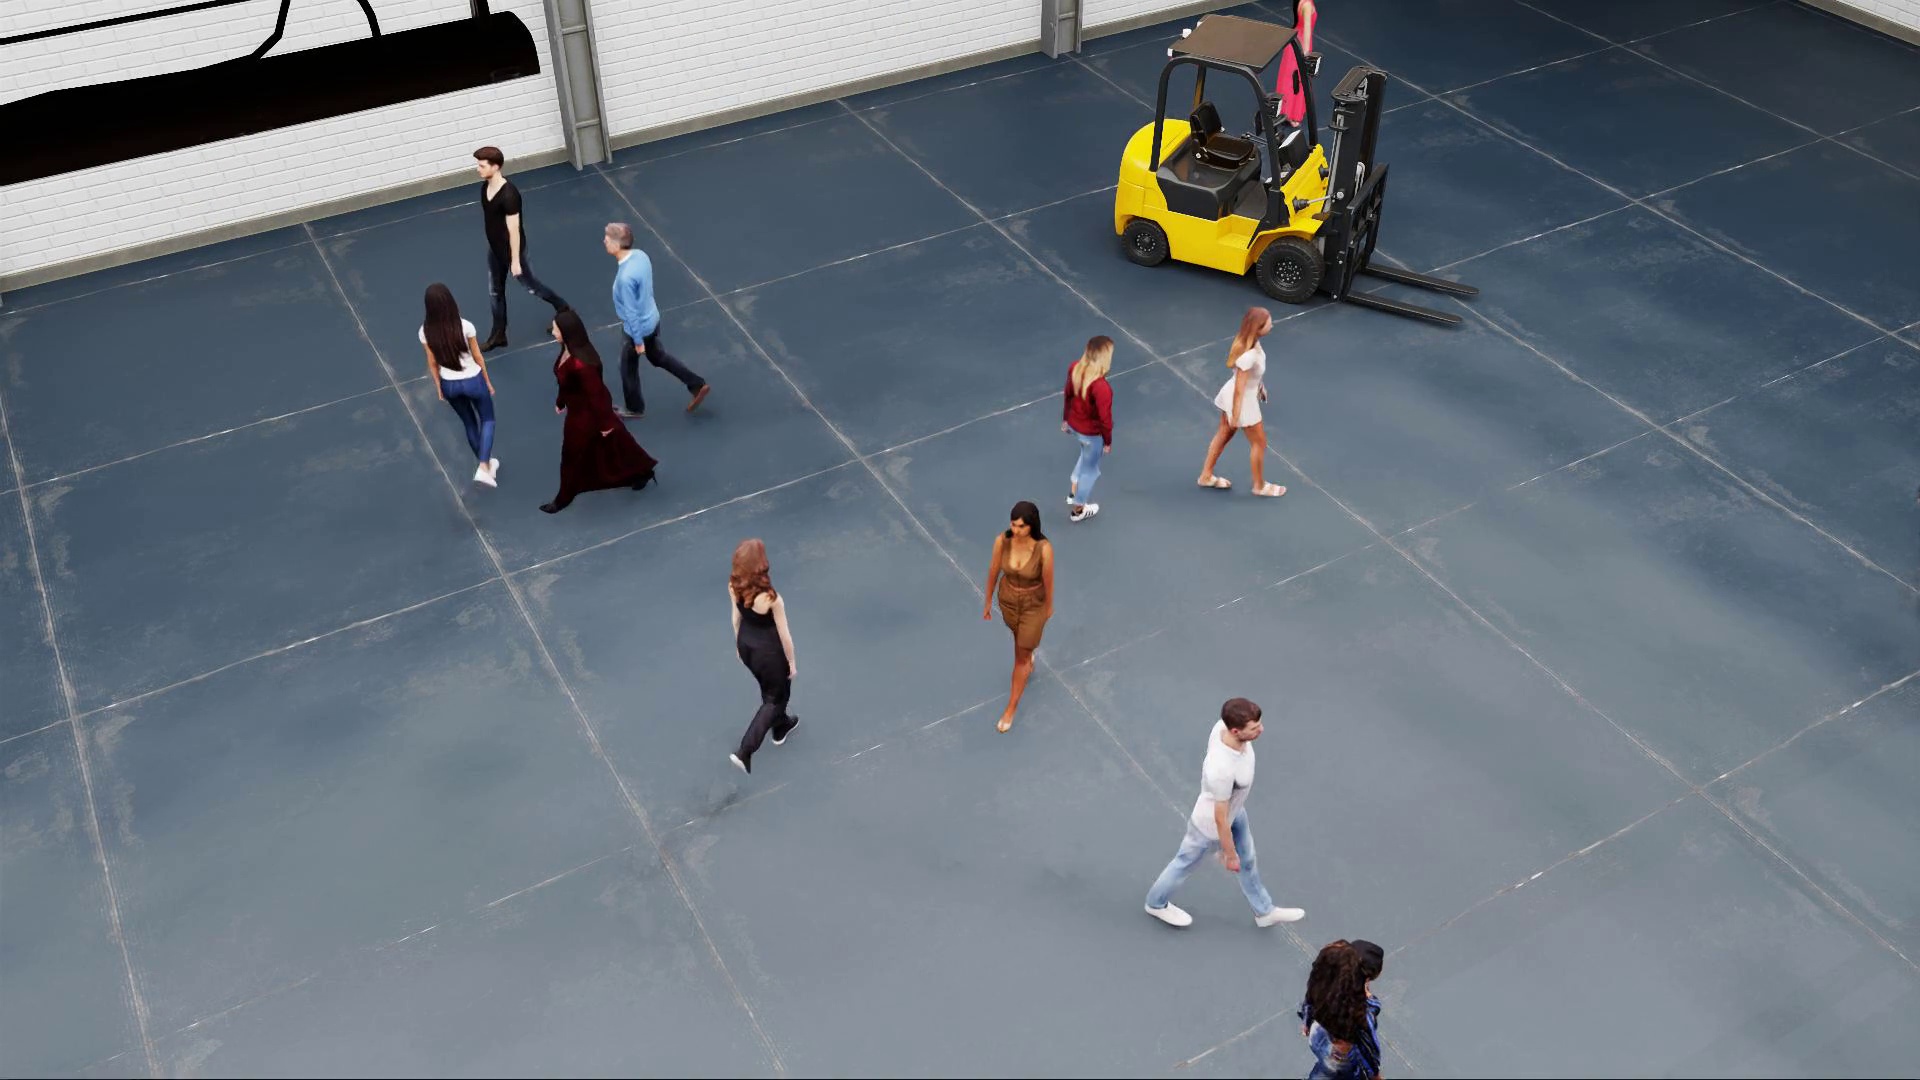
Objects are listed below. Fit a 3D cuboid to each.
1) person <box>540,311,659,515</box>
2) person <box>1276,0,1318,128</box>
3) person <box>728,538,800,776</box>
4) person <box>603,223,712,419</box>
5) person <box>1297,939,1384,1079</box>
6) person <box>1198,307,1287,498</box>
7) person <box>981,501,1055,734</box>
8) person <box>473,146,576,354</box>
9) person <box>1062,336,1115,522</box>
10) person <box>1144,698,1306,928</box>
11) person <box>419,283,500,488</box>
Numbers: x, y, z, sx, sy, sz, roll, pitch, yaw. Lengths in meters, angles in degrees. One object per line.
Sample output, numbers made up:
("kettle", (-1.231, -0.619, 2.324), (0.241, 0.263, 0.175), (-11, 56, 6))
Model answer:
("person", (-2.711, -0.976, 12.633), (1.240, 1.692, 0.832), (-13, 40, -16))
("person", (3.694, -5.366, 18.103), (0.710, 1.725, 0.705), (-3, 39, -4))
("person", (-1.292, 0.759, 10.433), (0.898, 1.726, 1.070), (20, 43, 23))
("person", (-2.516, -1.755, 13.533), (1.190, 1.785, 1.059), (4, 39, 4))
("person", (1.796, 2.573, 8.284), (1.085, 1.574, 0.786), (-12, 40, -14))
("person", (2.066, -1.057, 12.756), (1.015, 1.665, 0.897), (2, 39, 3))
("person", (0.441, 0.378, 10.967), (0.925, 1.655, 1.080), (17, 42, 20))
("person", (-3.827, -2.547, 14.463), (1.258, 1.862, 0.855), (-29, 47, -31))
("person", (0.903, -0.800, 12.471), (0.602, 1.620, 0.627), (-25, 45, -28))
("person", (1.346, 1.560, 9.371), (1.191, 1.800, 1.175), (12, 40, 15))
("person", (-3.820, -1.108, 12.748), (0.891, 1.755, 0.900), (1, 39, 1))
